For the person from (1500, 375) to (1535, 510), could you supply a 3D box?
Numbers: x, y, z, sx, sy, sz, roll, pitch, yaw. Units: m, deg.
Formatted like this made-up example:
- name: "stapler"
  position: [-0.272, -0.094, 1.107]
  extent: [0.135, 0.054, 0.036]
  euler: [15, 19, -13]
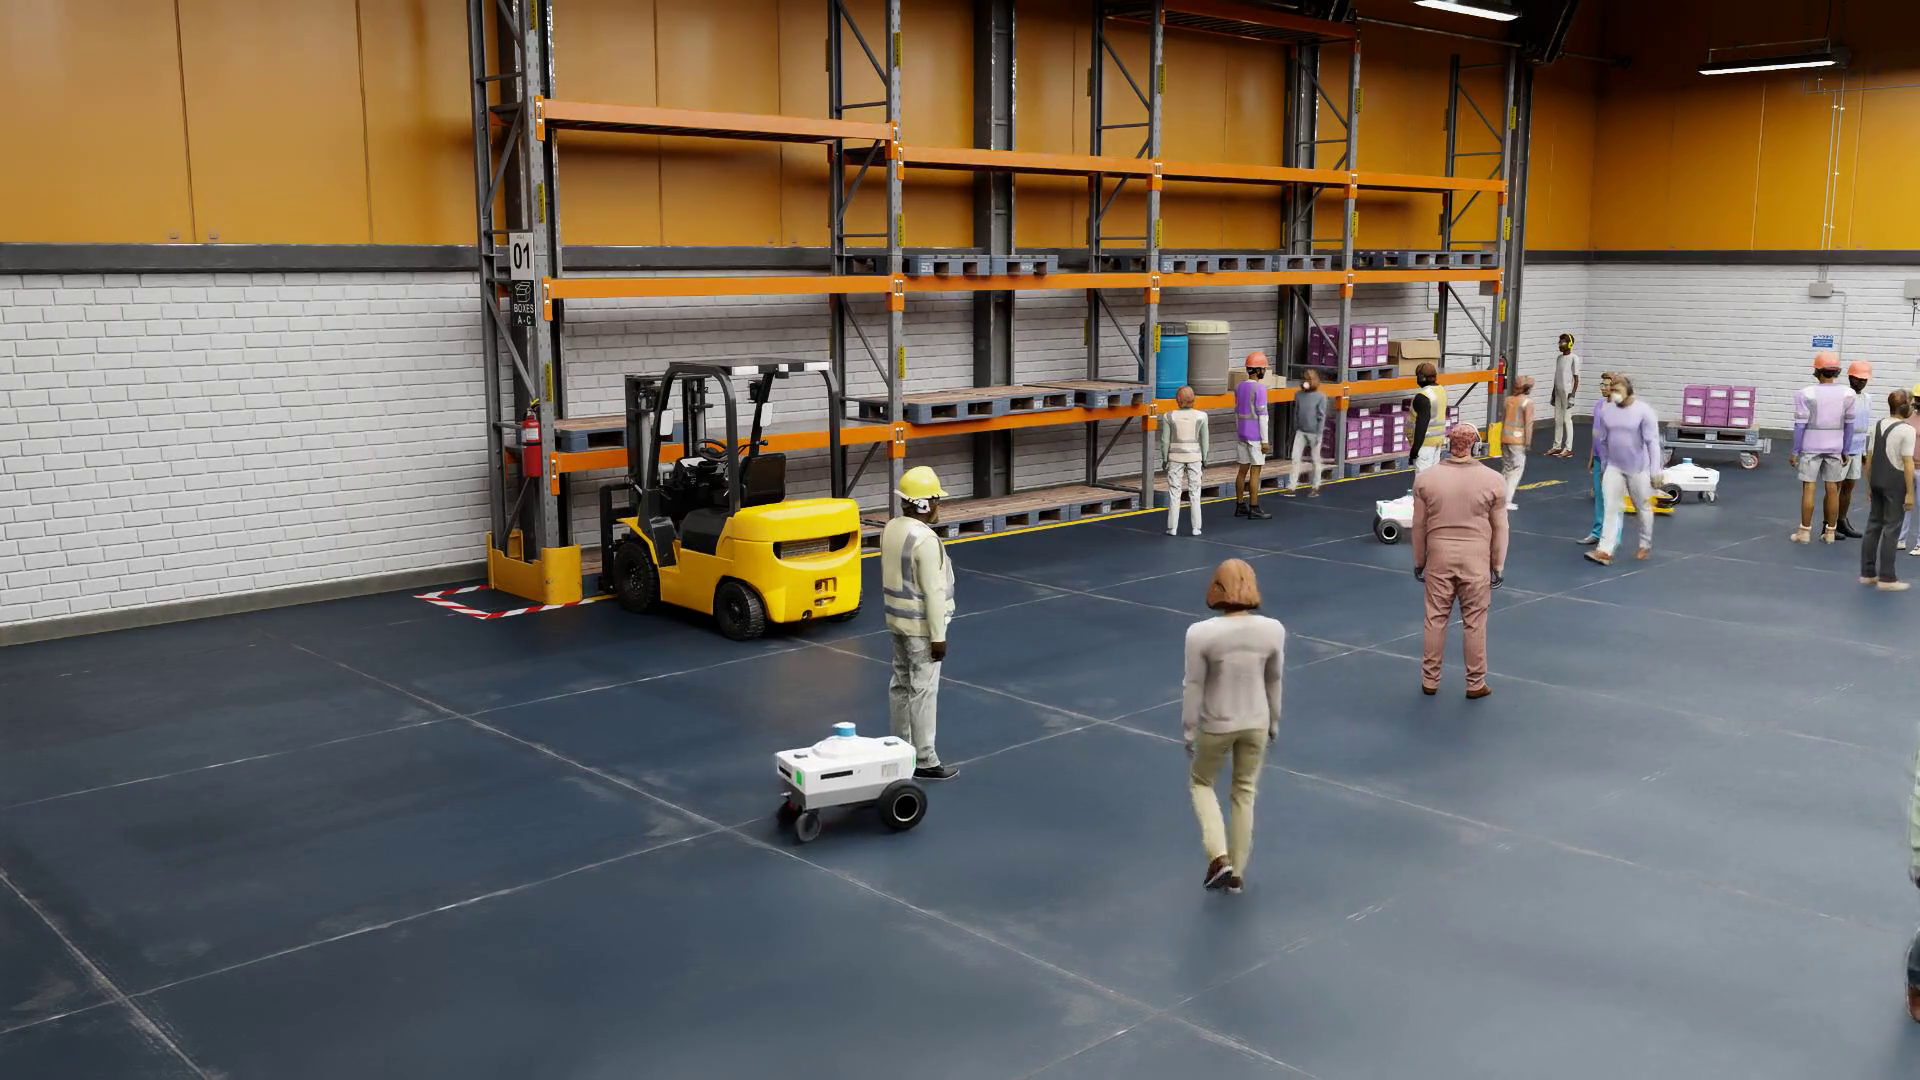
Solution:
- name: "person"
  position: [6.633, -1.163, 19.924]
  extent: [0.413, 1.618, 0.522]
  euler: [-3, 10, -16]

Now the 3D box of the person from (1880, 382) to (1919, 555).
- name: "person"
  position: [9.741, -0.731, 16.957]
  extent: [0.307, 1.772, 0.525]
  euler: [-4, 10, -22]

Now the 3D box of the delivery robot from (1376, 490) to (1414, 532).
- name: "delivery robot"
  position: [4.790, -0.291, 17.652]
  extent: [0.707, 0.478, 0.477]
  euler: [2, 10, 9]

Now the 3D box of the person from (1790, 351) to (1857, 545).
- name: "person"
  position: [9.060, -0.965, 17.511]
  extent: [0.606, 2.048, 0.366]
  euler: [1, 10, 6]

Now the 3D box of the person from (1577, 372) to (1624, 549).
- name: "person"
  position: [6.758, -0.826, 17.279]
  extent: [0.389, 1.847, 0.563]
  euler: [-3, 10, -16]

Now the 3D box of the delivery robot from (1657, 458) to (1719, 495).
- name: "delivery robot"
  position: [8.908, -0.760, 20.399]
  extent: [0.707, 0.478, 0.477]
  euler: [1, 10, 5]

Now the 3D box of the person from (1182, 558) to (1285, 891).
- name: "person"
  position: [1.293, 0.892, 7.884]
  extent: [0.509, 1.621, 0.377]
  euler: [-1, 10, -8]

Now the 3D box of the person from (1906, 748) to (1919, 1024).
- name: "person"
  position: [3.850, 1.179, 6.276]
  extent: [0.505, 1.596, 0.813]
  euler: [3, 10, 18]

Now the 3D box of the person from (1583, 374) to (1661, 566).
- name: "person"
  position: [6.588, -0.687, 16.405]
  extent: [1.039, 1.873, 0.750]
  euler: [-7, 12, -37]

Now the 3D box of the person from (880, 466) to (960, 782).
- name: "person"
  position: [-0.232, 0.484, 9.653]
  extent: [0.404, 1.832, 0.599]
  euler: [-5, 11, -29]

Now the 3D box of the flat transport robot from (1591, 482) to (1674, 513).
- name: "flat transport robot"
  position: [8.130, -0.525, 20.128]
  extent: [0.652, 0.197, 1.431]
  euler: [2, 10, 10]

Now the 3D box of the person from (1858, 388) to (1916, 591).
- name: "person"
  position: [8.476, -0.460, 15.145]
  extent: [0.328, 1.842, 0.515]
  euler: [-2, 10, -11]

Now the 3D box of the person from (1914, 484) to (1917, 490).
- name: "person"
  position: [12.593, -1.559, 21.378]
  extent: [0.653, 1.909, 0.667]
  euler: [2, 10, 14]

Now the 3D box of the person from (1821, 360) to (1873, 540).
- name: "person"
  position: [9.559, -0.966, 17.853]
  extent: [0.545, 1.933, 0.376]
  euler: [-4, 11, -24]

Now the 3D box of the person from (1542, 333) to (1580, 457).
- name: "person"
  position: [9.136, -2.189, 25.197]
  extent: [0.328, 1.872, 0.513]
  euler: [-3, 10, -19]

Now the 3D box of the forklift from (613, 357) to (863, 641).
- name: "forklift"
  position: [-1.847, -0.414, 13.852]
  extent: [1.214, 2.155, 2.313]
  euler: [-9, 13, -42]

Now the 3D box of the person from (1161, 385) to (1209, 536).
- name: "person"
  position: [2.436, -0.849, 18.013]
  extent: [0.514, 1.645, 0.308]
  euler: [0, 10, 3]

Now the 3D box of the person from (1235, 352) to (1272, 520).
- name: "person"
  position: [3.398, -1.205, 19.234]
  extent: [0.361, 1.938, 0.545]
  euler: [-5, 11, -26]

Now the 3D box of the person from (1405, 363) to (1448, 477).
- name: "person"
  position: [5.263, -1.088, 18.851]
  extent: [0.430, 1.838, 0.619]
  euler: [7, 12, 37]

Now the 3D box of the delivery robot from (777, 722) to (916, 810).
- name: "delivery robot"
  position: [-0.604, 1.214, 8.839]
  extent: [0.707, 0.478, 0.477]
  euler: [-5, 11, -26]

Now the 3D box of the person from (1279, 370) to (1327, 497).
- name: "person"
  position: [4.307, -1.318, 20.814]
  extent: [0.762, 1.601, 0.512]
  euler: [-9, 13, -44]

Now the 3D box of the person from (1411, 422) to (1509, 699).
- name: "person"
  position: [3.433, 0.142, 11.440]
  extent: [0.642, 1.908, 0.408]
  euler: [4, 11, 25]
